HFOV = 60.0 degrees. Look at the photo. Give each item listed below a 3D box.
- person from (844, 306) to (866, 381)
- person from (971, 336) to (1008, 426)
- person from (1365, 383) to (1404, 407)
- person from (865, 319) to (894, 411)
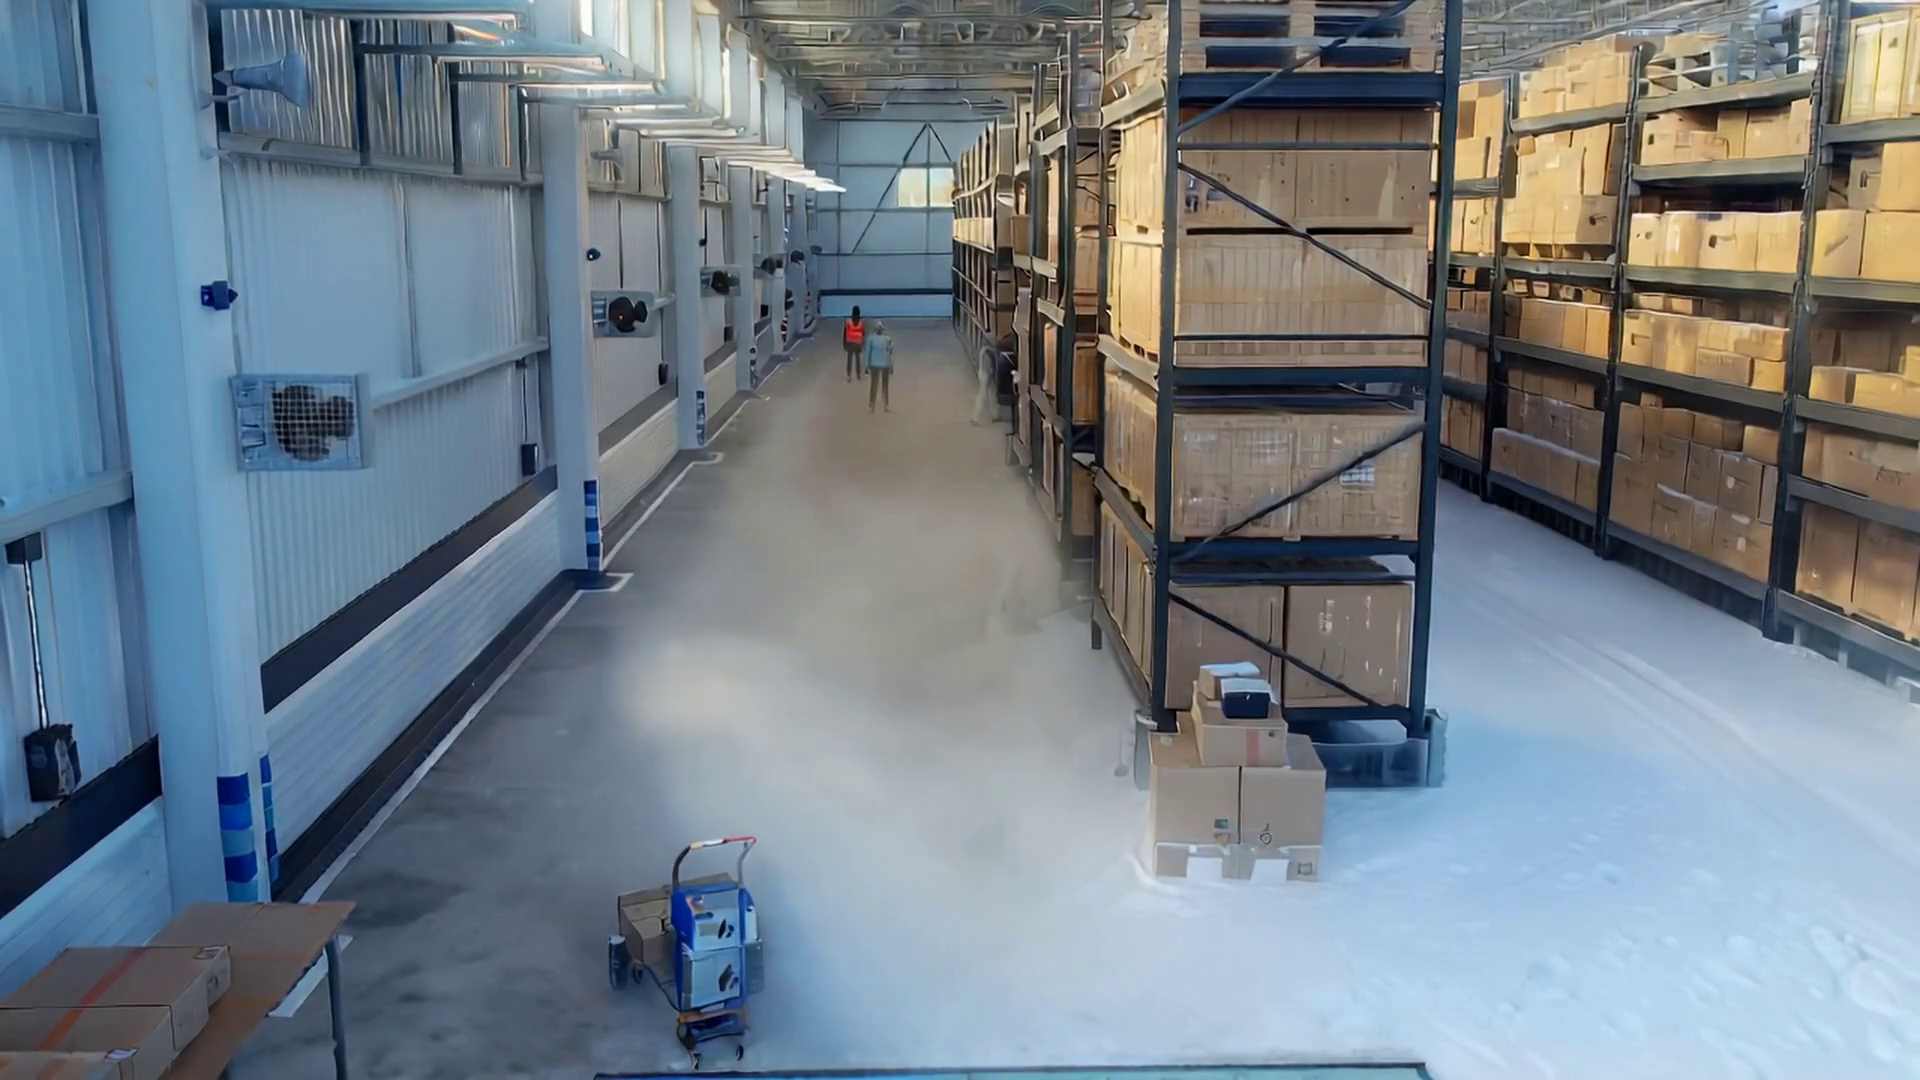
[{"bbox_3d":[-2.691,-5.033,42.569,0.591,1.911,0.390,-4,12,-20],"label":"person"},{"bbox_3d":[0.605,-3.175,33.183,0.846,1.791,0.705,2,11,9],"label":"person"},{"bbox_3d":[7.534,-2.507,29.658,1.066,1.830,0.708,-9,14,-40],"label":"person"},{"bbox_3d":[-1.719,-3.745,35.677,0.618,1.986,0.407,-2,11,-12],"label":"person"}]
